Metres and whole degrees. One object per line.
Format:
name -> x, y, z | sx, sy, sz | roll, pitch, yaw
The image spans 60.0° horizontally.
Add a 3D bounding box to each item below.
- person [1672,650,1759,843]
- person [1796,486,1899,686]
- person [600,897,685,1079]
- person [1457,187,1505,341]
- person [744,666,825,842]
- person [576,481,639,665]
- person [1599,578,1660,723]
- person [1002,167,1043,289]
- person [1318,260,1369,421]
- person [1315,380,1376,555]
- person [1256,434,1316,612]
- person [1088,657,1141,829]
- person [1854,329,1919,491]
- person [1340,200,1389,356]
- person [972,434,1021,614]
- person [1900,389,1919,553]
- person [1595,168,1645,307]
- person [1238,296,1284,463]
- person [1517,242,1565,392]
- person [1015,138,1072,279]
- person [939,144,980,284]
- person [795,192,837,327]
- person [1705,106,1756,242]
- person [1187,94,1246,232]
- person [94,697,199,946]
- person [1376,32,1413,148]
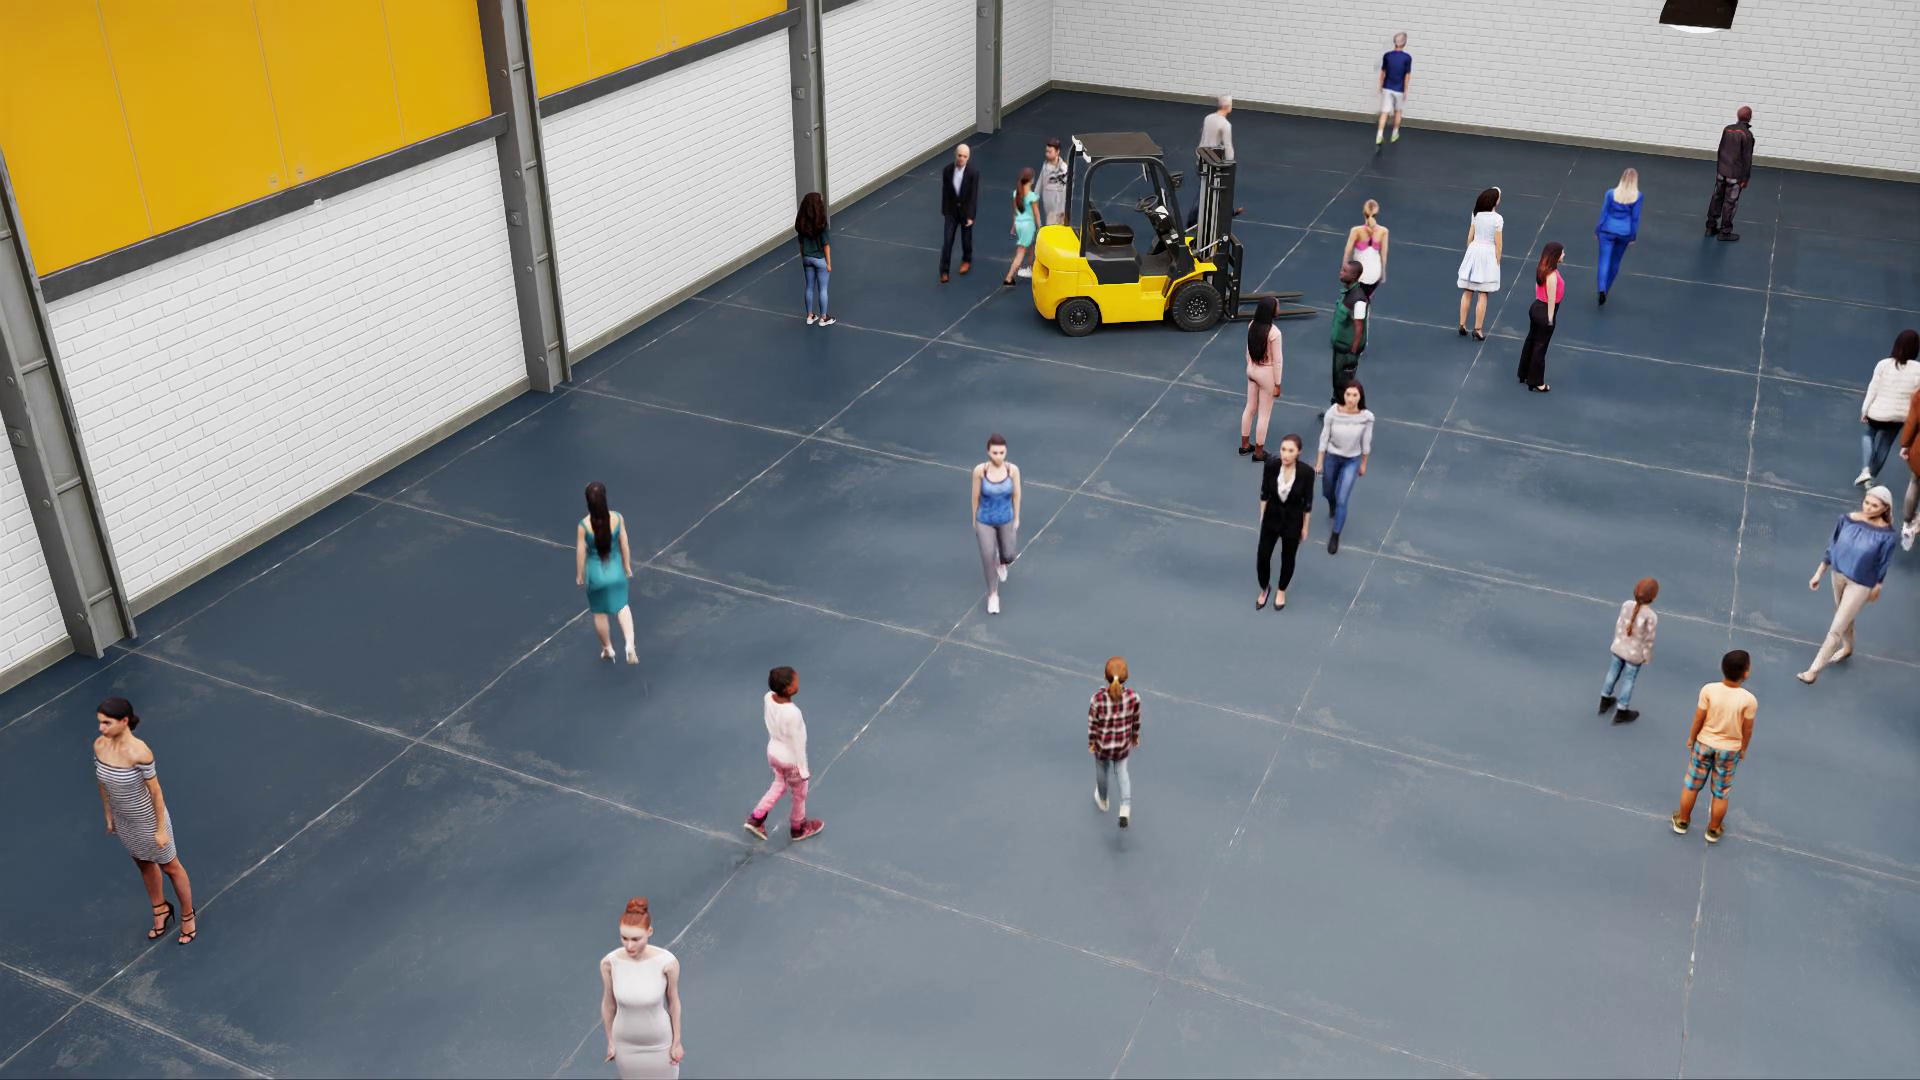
person -> 5.164, 1.401, 11.335 | 0.531, 1.461, 0.491 | 15, 32, 25
person -> 7.072, 0.327, 13.113 | 1.197, 1.644, 1.039 | -15, 32, -25
person -> -1.648, 2.618, 8.757 | 0.631, 1.792, 0.614 | 0, 29, -1
person -> 6.096, -3.229, 19.453 | 0.850, 1.815, 0.814 | -24, 37, -37
person -> -1.224, 1.472, 11.234 | 0.900, 1.433, 0.755 | -20, 35, -32
person -> -2.773, 0.315, 13.099 | 0.818, 1.677, 0.850 | -16, 32, -26
person -> 5.105, 0.825, 12.673 | 0.599, 1.191, 0.560 | -15, 32, -26
person -> 0.782, -3.909, 21.006 | 1.138, 1.521, 0.829 | -24, 37, -37
person -> 4.005, -2.012, 17.197 | 0.837, 1.838, 0.707 | -2, 29, -3
person -> 3.454, -0.725, 15.078 | 0.694, 1.608, 1.035 | 8, 30, 15
person -> 2.761, -0.176, 14.030 | 0.619, 1.649, 0.613 | 9, 30, 17
person -> 1.065, 1.413, 11.488 | 0.770, 1.293, 0.881 | -4, 29, -8
person -> 8.900, -1.198, 15.927 | 0.610, 1.626, 0.683 | 12, 31, 20
person -> 4.647, -2.977, 19.042 | 0.830, 1.766, 0.974 | 1, 29, 2
person -> 0.298, -0.183, 14.096 | 0.773, 1.596, 0.932 | 0, 29, -1
person -> 8.717, -0.746, 14.895 | 0.915, 1.821, 1.149 | 23, 36, 36
person -> 8.071, -3.710, 20.486 | 0.746, 1.670, 1.127 | 8, 30, 14
person -> 3.013, -1.614, 16.591 | 0.723, 1.721, 0.704 | -16, 32, -26
person -> 6.393, -2.460, 18.206 | 0.720, 1.659, 0.601 | -1, 29, -2
person -> 1.290, -4.242, 21.330 | 1.312, 1.797, 1.223 | -11, 30, -19
person -> 0.036, -4.199, 21.300 | 0.861, 1.748, 1.216 | 8, 30, 14
person -> -1.733, -3.369, 19.917 | 0.600, 1.616, 0.592 | 14, 32, 24
person -> 10.549, -5.031, 22.746 | 0.834, 1.826, 0.794 | -12, 31, -21
person -> 3.422, -5.152, 22.945 | 1.312, 1.847, 1.243 | -11, 30, -19
person -> -5.070, 1.744, 10.329 | 0.623, 1.822, 0.568 | 9, 30, 15
person -> 6.954, -7.213, 26.769 | 0.634, 1.802, 1.141 | 13, 31, 22
